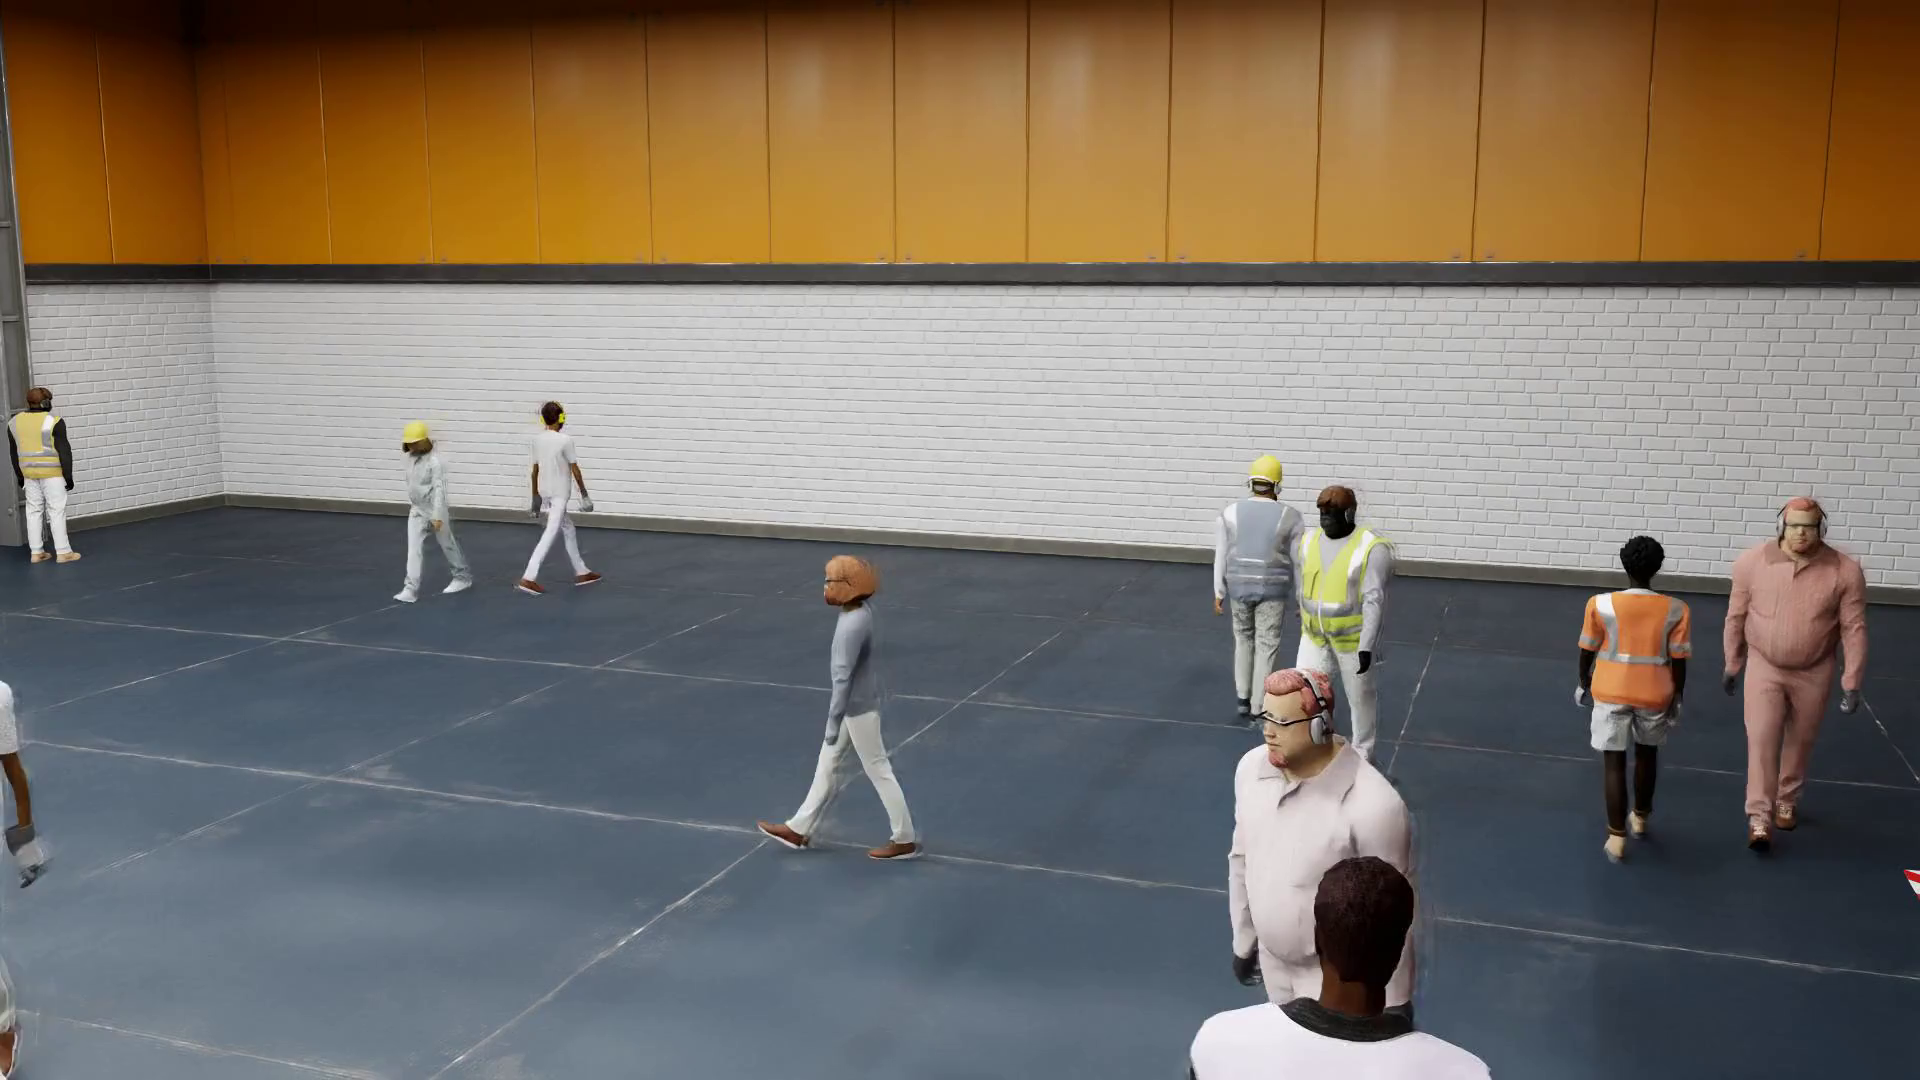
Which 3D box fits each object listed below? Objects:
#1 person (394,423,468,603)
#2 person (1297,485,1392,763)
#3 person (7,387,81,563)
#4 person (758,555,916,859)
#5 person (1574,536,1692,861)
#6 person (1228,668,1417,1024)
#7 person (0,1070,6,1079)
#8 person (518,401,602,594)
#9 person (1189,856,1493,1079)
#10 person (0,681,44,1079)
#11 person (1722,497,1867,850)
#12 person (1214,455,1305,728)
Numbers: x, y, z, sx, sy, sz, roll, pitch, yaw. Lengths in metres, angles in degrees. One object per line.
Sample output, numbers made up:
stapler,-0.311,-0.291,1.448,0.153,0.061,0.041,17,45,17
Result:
person,-4.914,-0.271,15.411,0.490,1.660,0.978,4,10,21
person,2.143,0.589,9.637,0.638,1.796,0.922,9,13,44
person,-9.560,-0.677,17.388,0.636,1.840,0.429,1,9,6
person,-0.621,0.869,8.532,0.856,1.584,0.523,0,9,-1
person,3.513,0.800,8.759,0.539,1.670,0.739,2,9,11
person,1.171,1.280,5.213,0.885,1.868,0.657,-6,11,-32
person,-2.920,1.361,4.644,0.614,1.869,0.421,4,10,22
person,-3.861,-0.411,15.858,0.528,1.815,1.026,7,12,39
person,0.708,1.570,3.272,0.624,1.894,0.497,3,10,17
person,-3.719,1.131,6.113,0.570,1.853,0.496,0,9,-2
person,4.395,0.701,8.779,0.674,1.851,0.980,4,10,24
person,2.051,0.329,11.237,0.620,1.806,0.673,4,10,23
